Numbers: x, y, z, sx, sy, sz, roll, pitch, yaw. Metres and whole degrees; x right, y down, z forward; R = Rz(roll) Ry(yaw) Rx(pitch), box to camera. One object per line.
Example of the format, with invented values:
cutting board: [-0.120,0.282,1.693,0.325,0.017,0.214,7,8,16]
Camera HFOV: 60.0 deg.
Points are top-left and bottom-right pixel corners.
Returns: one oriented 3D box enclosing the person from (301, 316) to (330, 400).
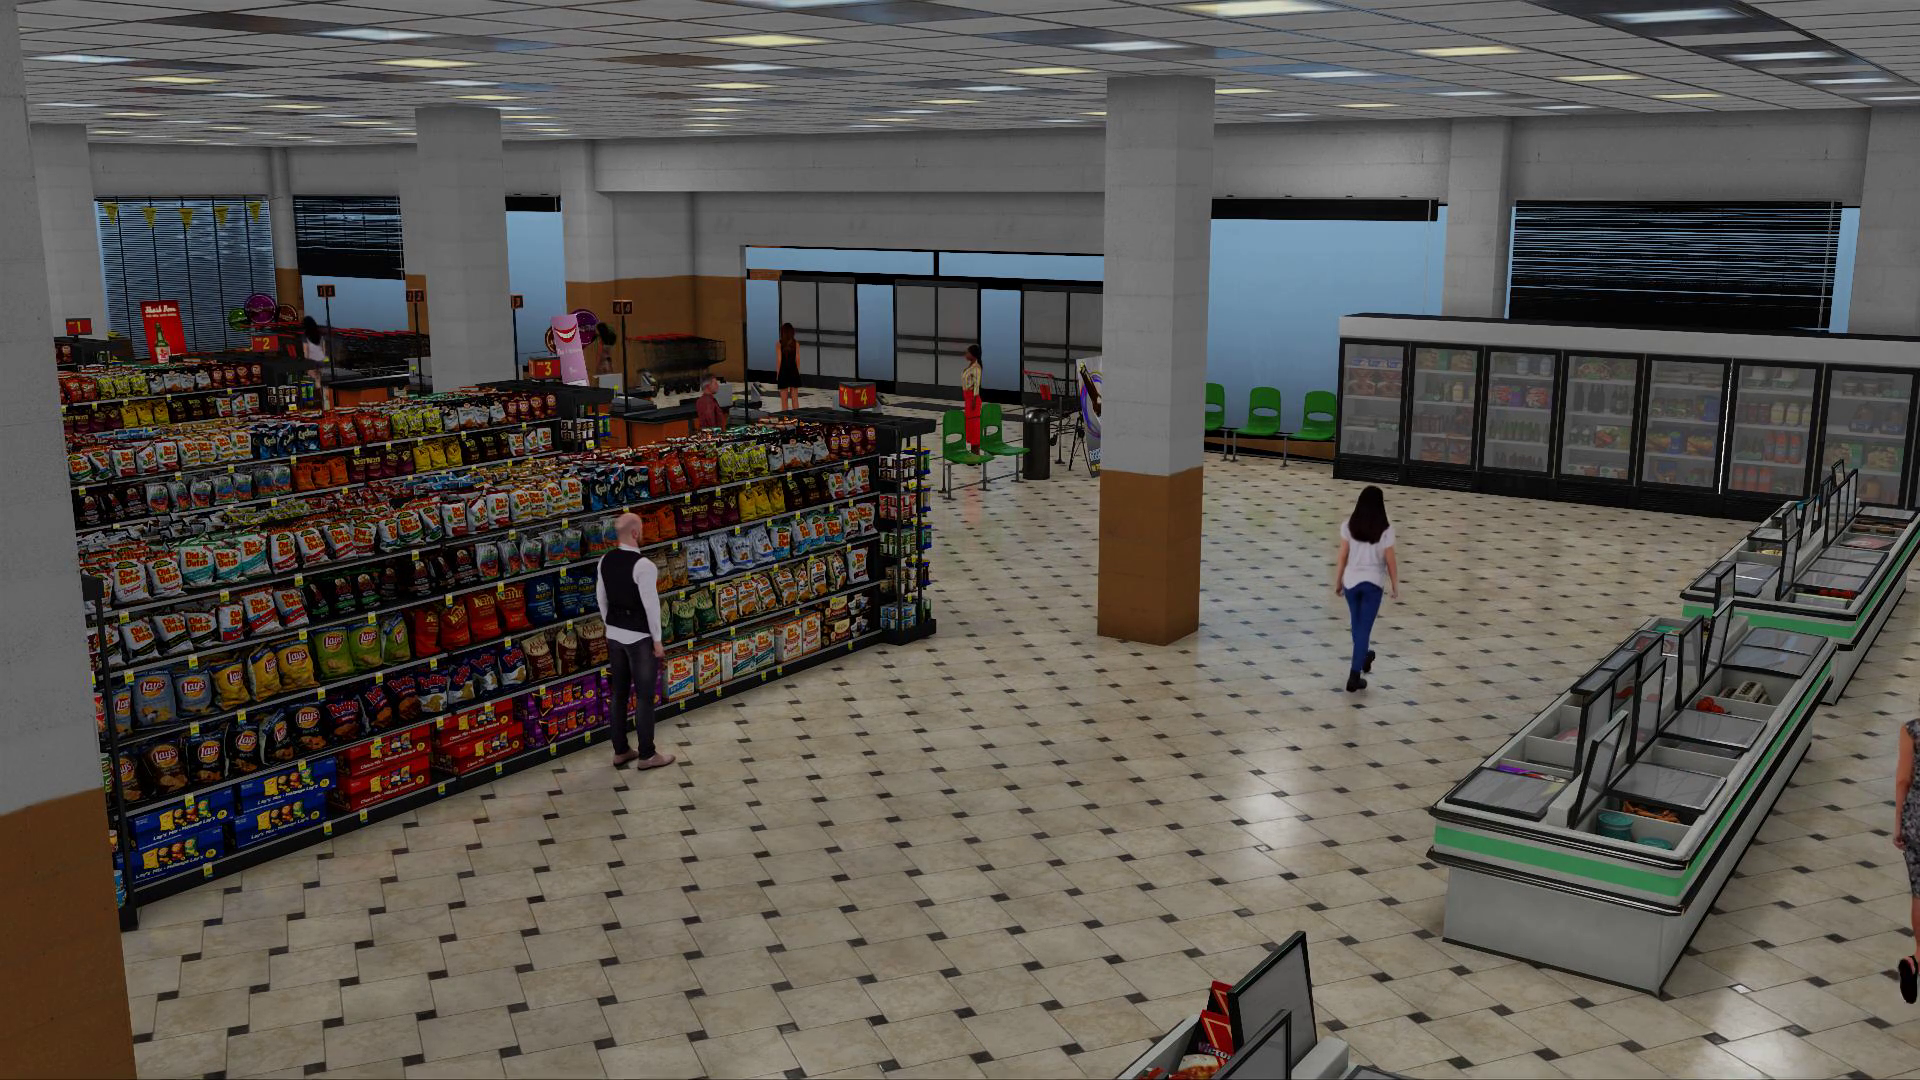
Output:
person: [-12.217,-3.393,31.591,0.950,1.672,0.805,-11,16,-41]

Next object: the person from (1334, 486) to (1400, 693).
person: [3.237,0.435,13.461,0.628,1.652,0.996,8,14,34]

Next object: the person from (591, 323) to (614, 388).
person: [-6.471,-3.181,30.685,0.898,1.631,0.874,1,12,6]

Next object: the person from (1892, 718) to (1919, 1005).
person: [4.840,1.510,8.296,0.656,1.677,1.044,11,16,42]

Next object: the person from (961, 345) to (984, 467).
person: [0.190,-2.007,24.715,0.723,1.793,0.679,-3,12,-14]

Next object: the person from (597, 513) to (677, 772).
person: [-2.313,0.709,11.734,0.687,1.826,0.590,7,14,32]

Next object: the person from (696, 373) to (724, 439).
person: [-3.099,-1.159,20.596,0.772,1.831,0.756,-4,13,-18]

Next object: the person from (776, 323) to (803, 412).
person: [-2.914,-2.765,28.213,0.628,1.834,0.725,-5,13,-22]
